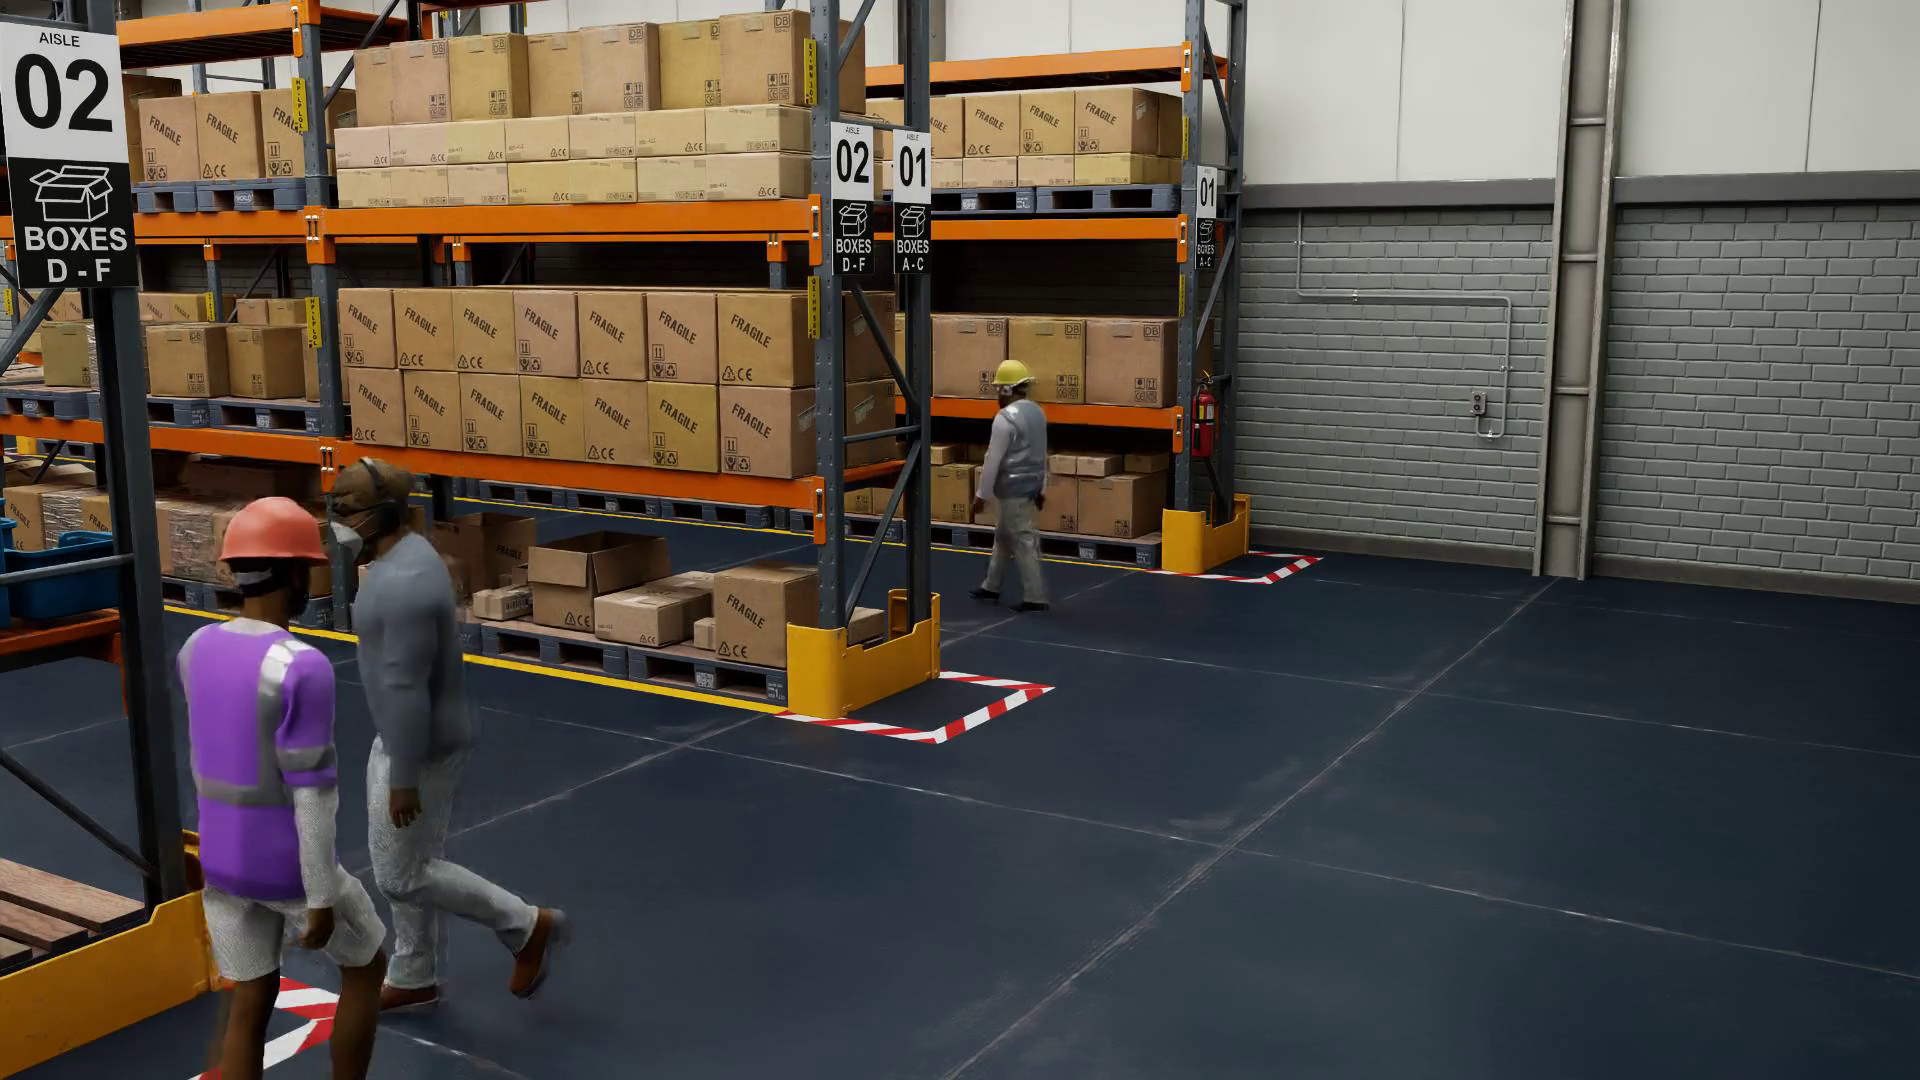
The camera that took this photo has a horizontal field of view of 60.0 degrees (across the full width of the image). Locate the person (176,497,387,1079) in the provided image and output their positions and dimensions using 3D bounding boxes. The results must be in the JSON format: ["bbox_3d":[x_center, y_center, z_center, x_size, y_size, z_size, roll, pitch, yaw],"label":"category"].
[{"bbox_3d":[-1.780,0.832,4.482,0.537,1.904,0.637,4,11,24],"label":"person"}]

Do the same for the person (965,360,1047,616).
[{"bbox_3d":[0.285,-0.371,11.803,0.824,1.796,0.609,5,11,26],"label":"person"}]

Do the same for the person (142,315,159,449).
[{"bbox_3d":[-7.321,-1.048,15.223,1.060,1.984,0.632,7,12,34],"label":"person"}]

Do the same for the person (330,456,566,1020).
[{"bbox_3d":[-1.684,0.667,5.399,0.636,1.914,0.669,-4,10,-21],"label":"person"}]
